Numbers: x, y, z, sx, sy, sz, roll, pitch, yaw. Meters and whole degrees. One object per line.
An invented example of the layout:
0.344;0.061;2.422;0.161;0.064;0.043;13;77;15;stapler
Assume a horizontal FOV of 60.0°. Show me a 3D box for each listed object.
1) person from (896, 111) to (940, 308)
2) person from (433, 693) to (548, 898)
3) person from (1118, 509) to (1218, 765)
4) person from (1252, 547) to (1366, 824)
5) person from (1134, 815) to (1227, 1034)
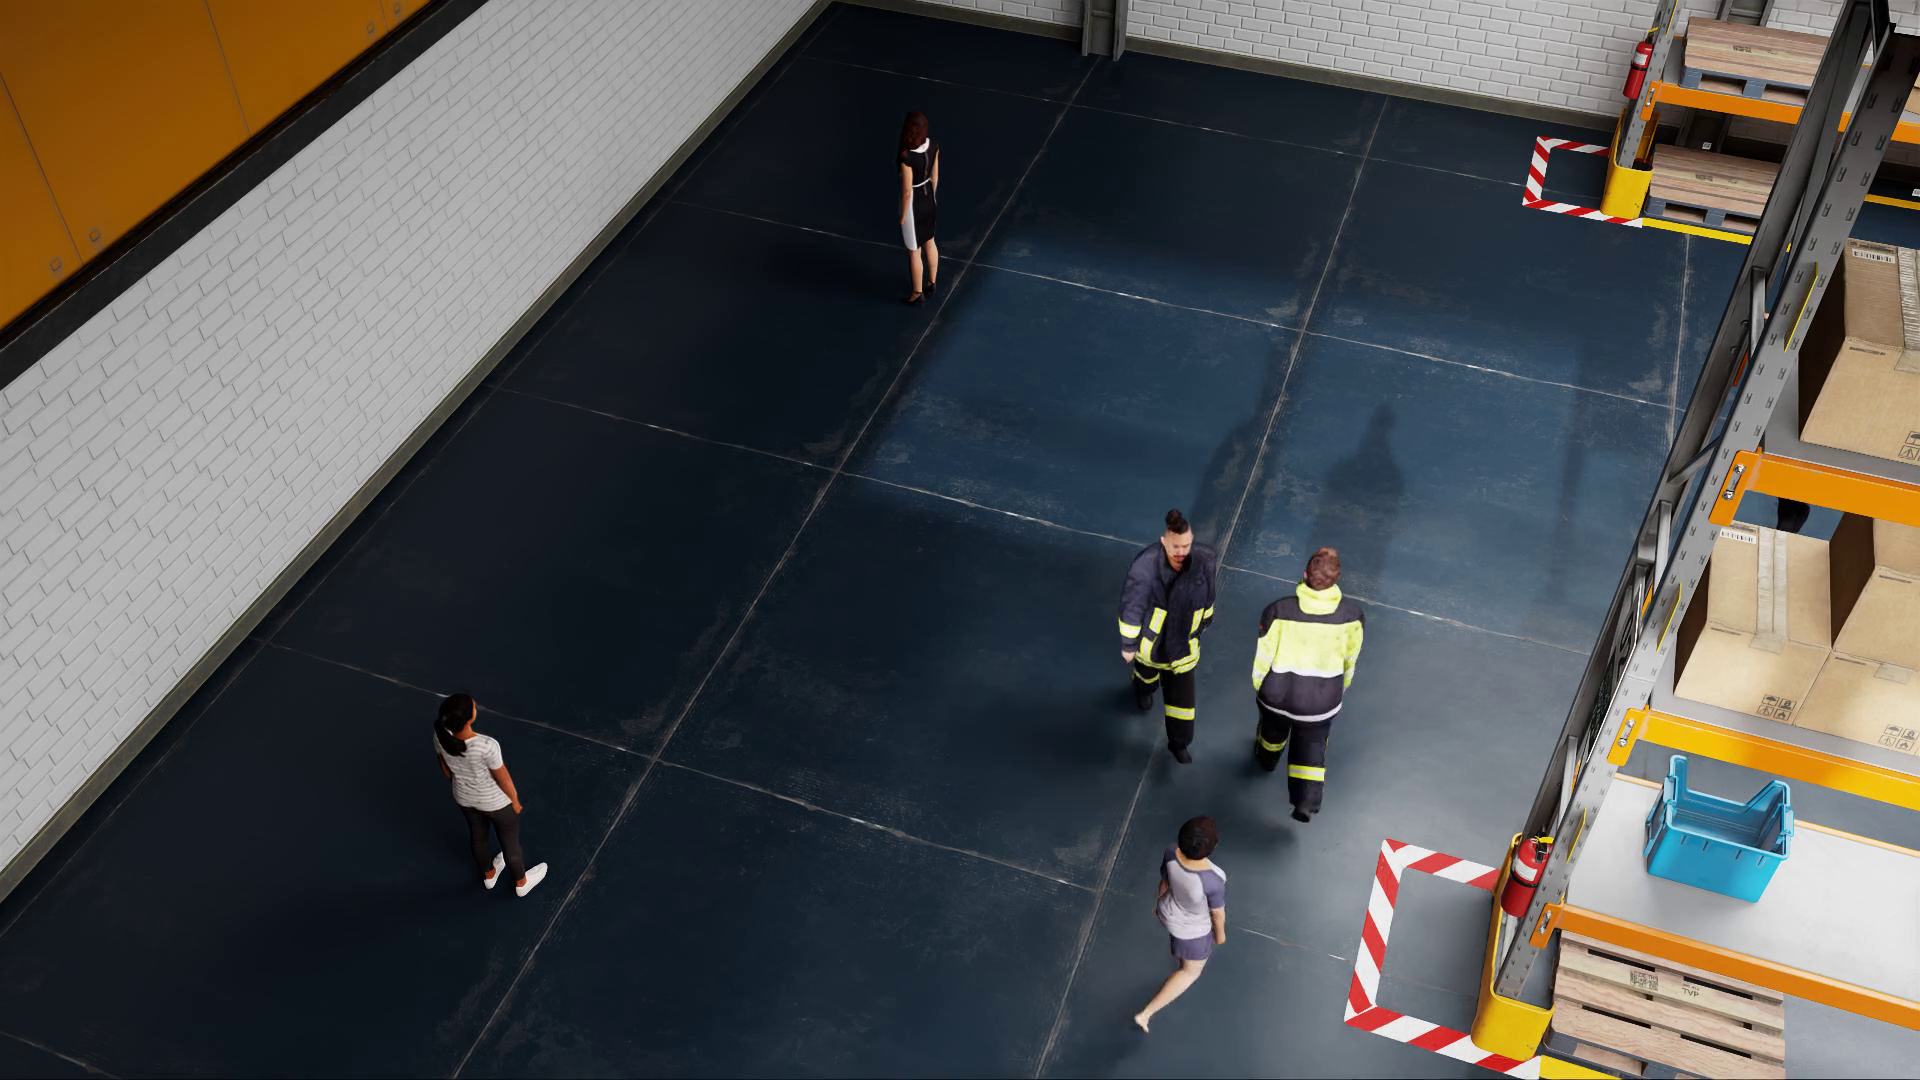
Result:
-0.339;-2.736;13.782;0.602;1.796;0.639;31;52;28;person
-2.722;1.451;9.496;0.456;1.646;0.624;13;45;13;person
1.281;0.466;10.397;1.174;1.829;1.109;-3;44;-3;person
2.030;0.884;9.868;1.160;1.954;1.036;2;44;2;person
1.188;2.063;8.928;0.926;1.542;0.956;-28;50;-27;person
